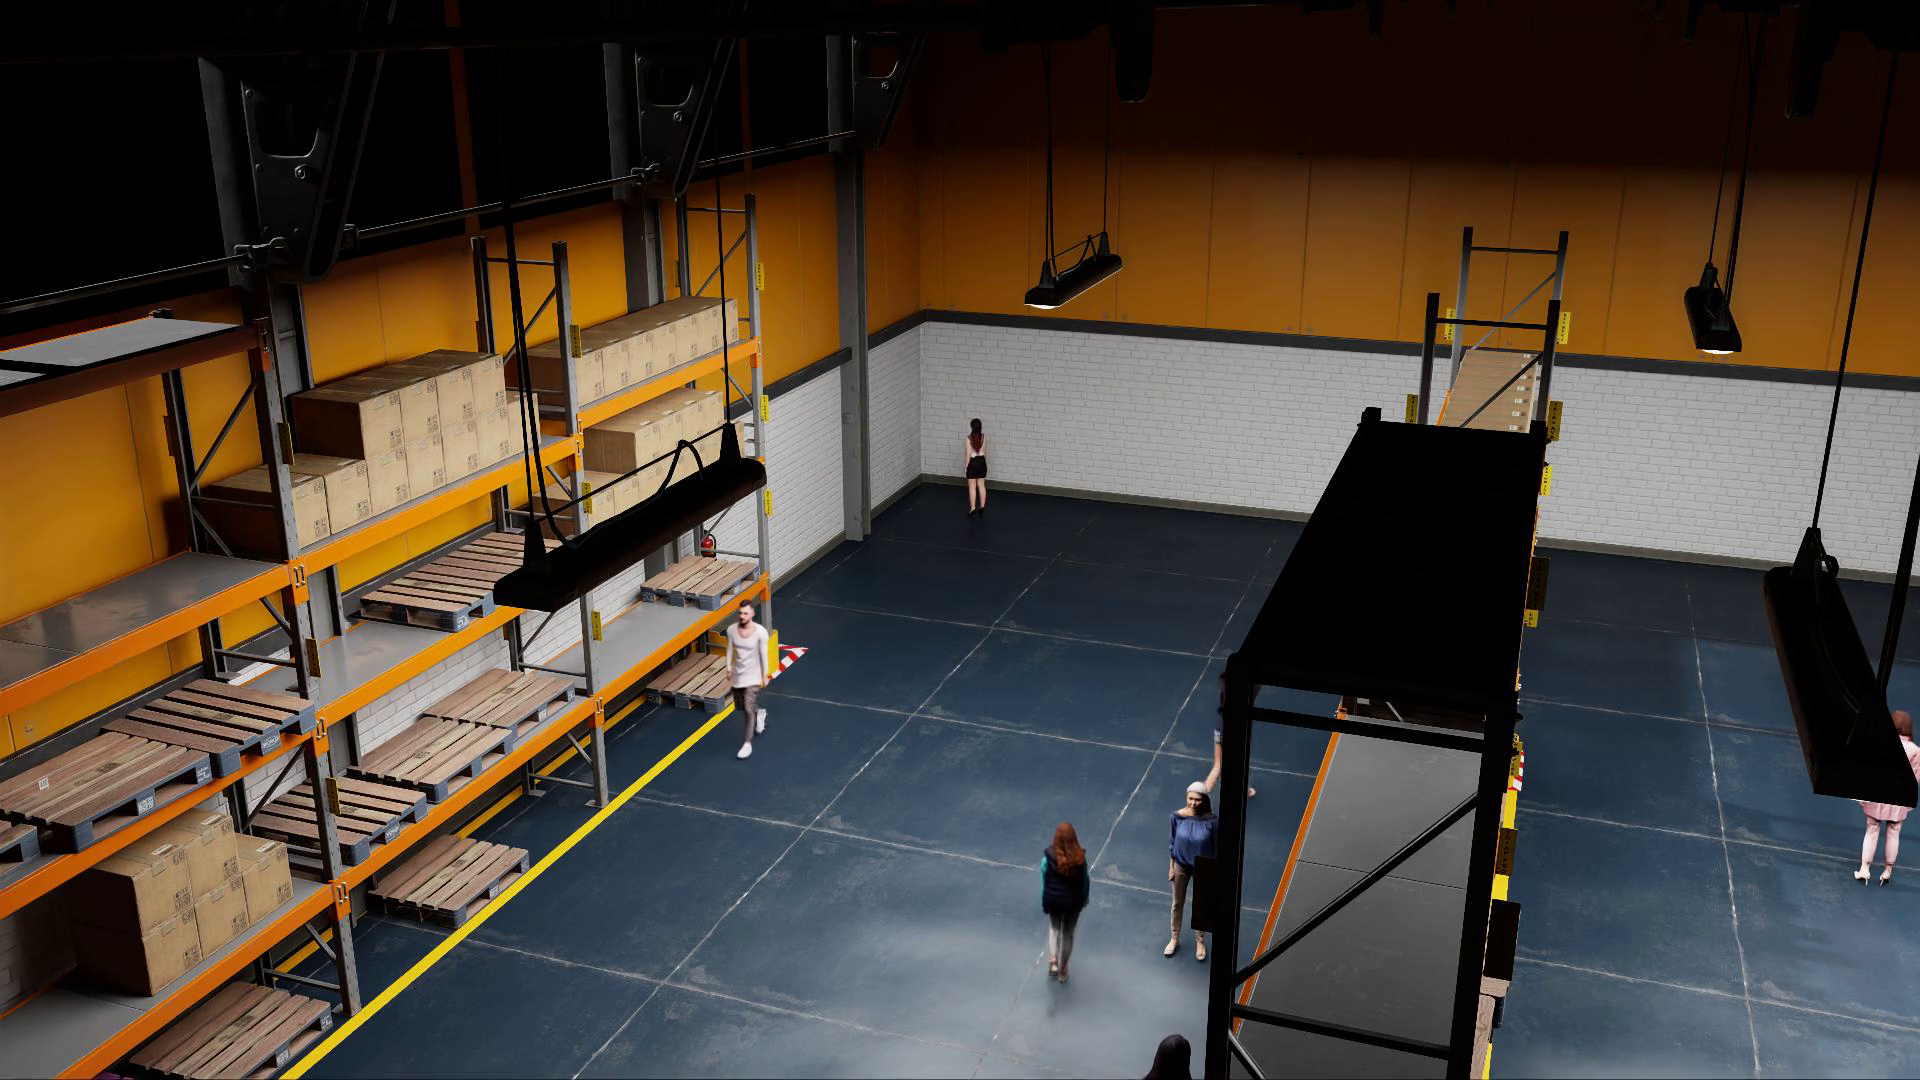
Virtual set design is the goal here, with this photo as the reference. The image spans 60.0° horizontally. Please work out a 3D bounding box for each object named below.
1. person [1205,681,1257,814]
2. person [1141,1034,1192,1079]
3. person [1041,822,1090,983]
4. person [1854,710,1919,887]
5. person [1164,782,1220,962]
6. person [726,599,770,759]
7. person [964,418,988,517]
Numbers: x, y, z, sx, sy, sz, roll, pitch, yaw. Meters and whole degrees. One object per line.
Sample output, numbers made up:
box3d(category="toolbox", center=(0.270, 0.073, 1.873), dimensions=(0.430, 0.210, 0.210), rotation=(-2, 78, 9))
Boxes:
box3d(category="person", center=(2.787, 2.067, 17.371), dimensions=(0.895, 1.724, 1.211), rotation=(16, 25, 40))
box3d(category="person", center=(1.420, 4.114, 11.321), dimensions=(0.607, 1.705, 0.530), rotation=(8, 20, 23))
box3d(category="person", center=(0.903, 3.172, 14.461), dimensions=(0.613, 1.487, 0.652), rotation=(3, 19, 9))
box3d(category="person", center=(8.923, 2.488, 15.998), dimensions=(0.621, 1.803, 0.527), rotation=(5, 19, 16))
box3d(category="person", center=(2.075, 2.932, 14.844), dimensions=(0.621, 1.697, 0.575), rotation=(5, 19, 15))
box3d(category="person", center=(-2.396, 1.510, 18.873), dimensions=(0.677, 1.820, 1.042), rotation=(7, 20, 19))
box3d(category="person", center=(0.263, -1.198, 27.181), dimensions=(0.617, 1.650, 0.694), rotation=(-11, 21, -29))
